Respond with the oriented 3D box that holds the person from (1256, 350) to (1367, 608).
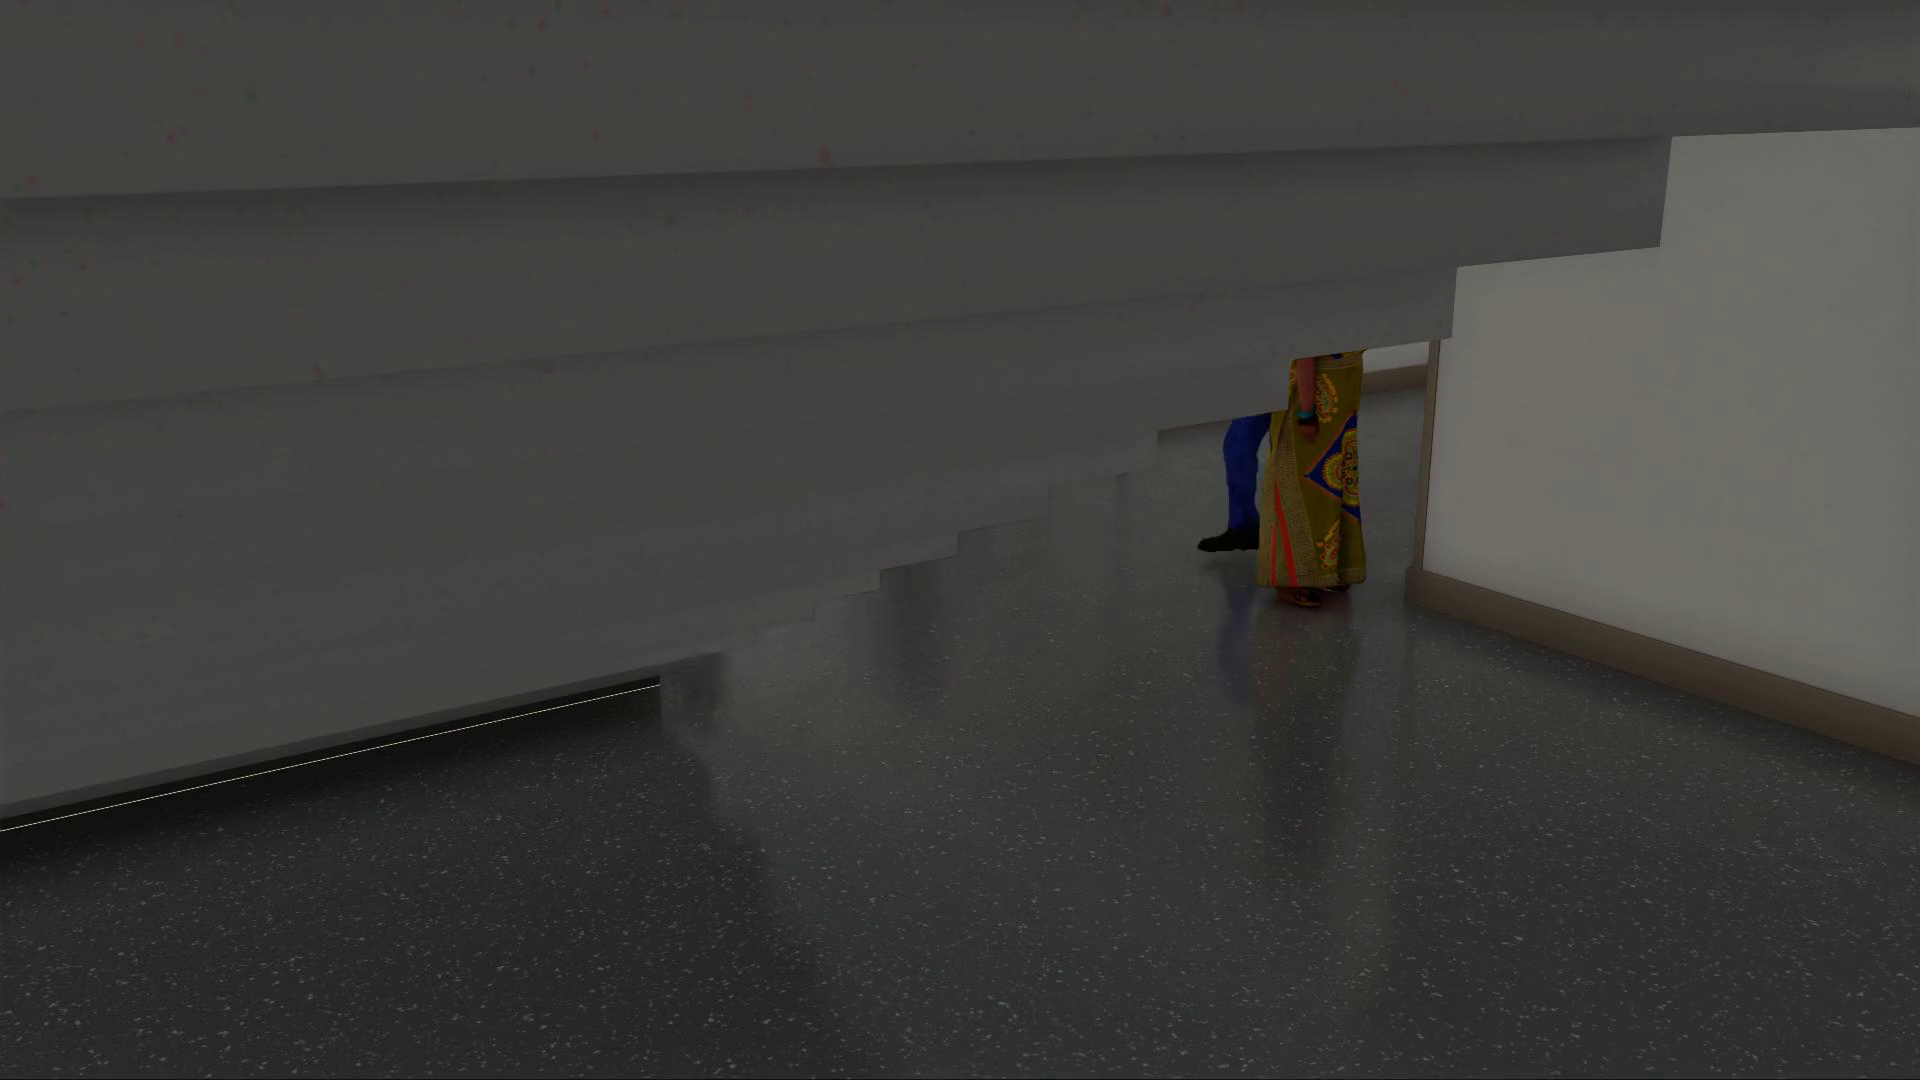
[{"bbox_3d":[1.580,-0.560,7.304,0.919,1.658,0.954,12,19,35],"label":"person"}]
